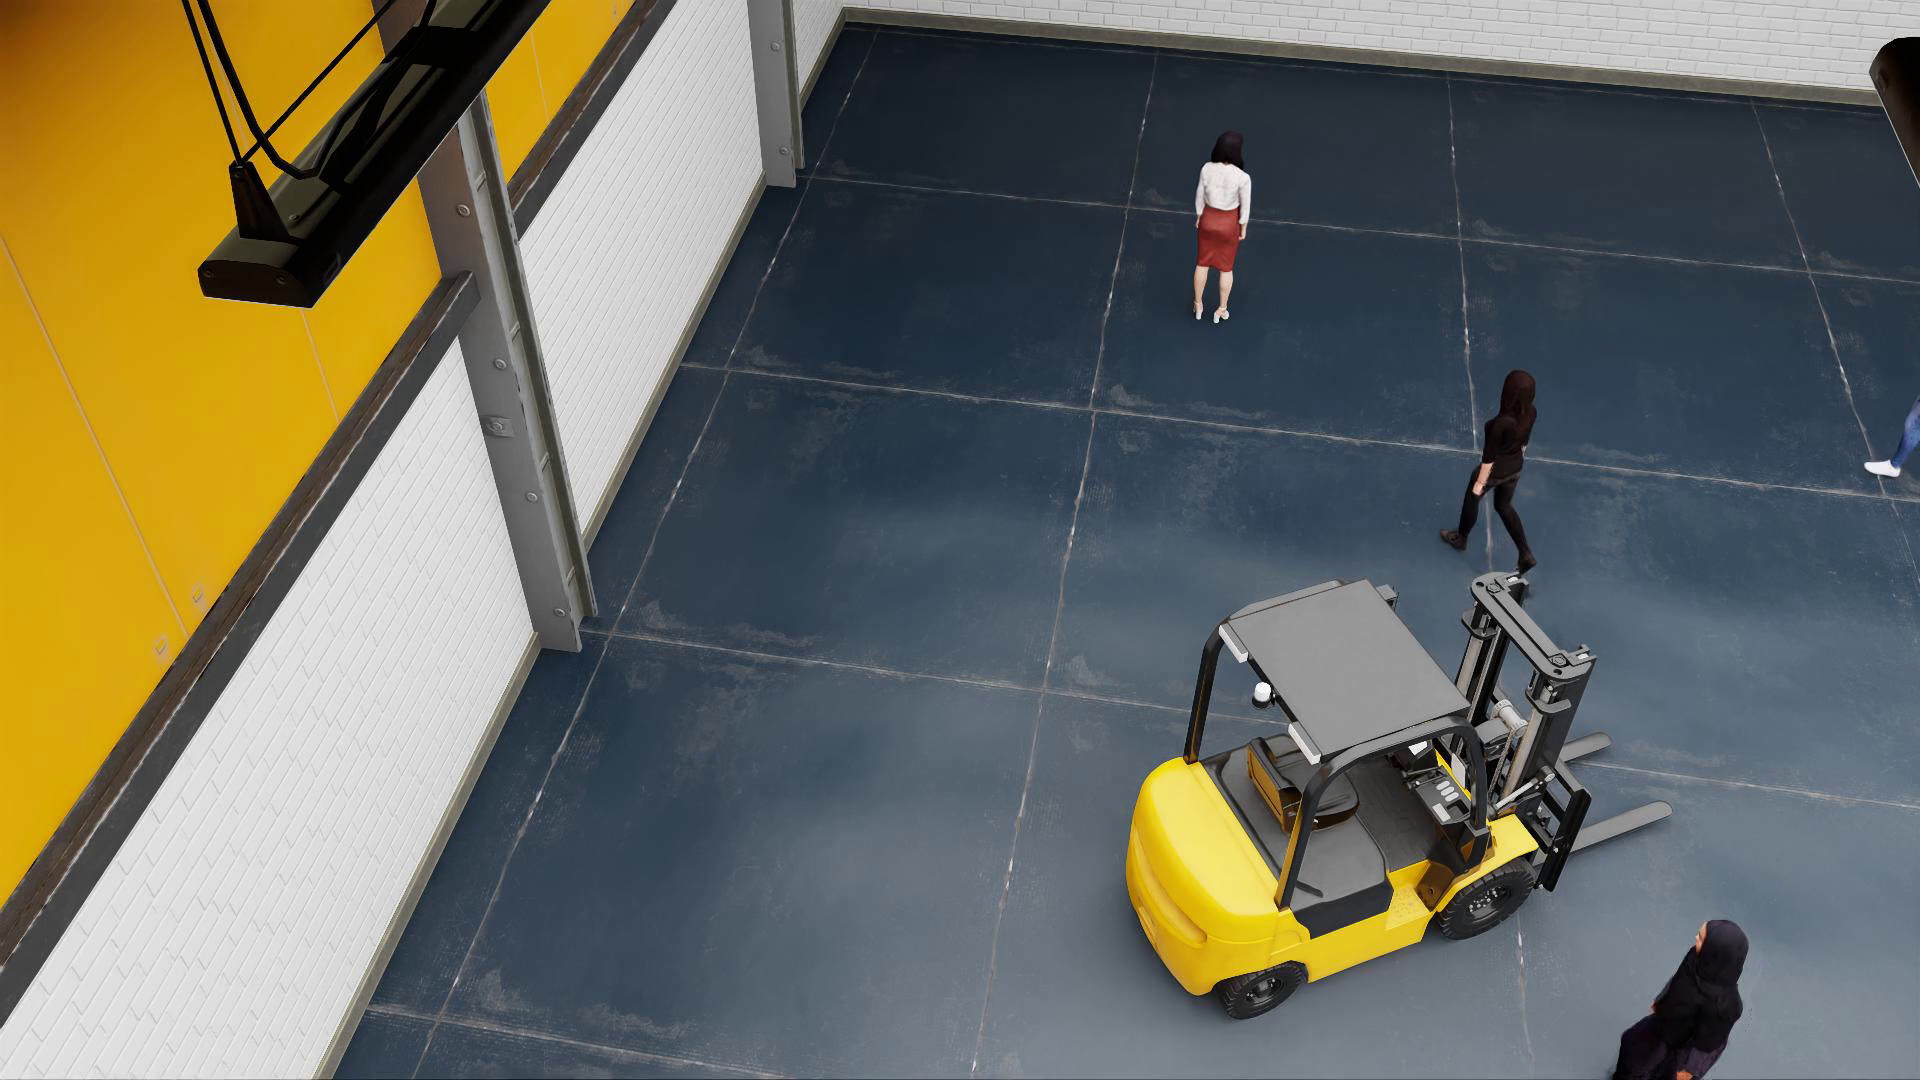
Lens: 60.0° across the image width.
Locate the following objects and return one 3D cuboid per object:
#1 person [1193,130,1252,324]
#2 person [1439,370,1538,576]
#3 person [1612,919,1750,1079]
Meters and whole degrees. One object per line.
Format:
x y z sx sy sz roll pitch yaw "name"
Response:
2.112 -2.534 13.518 0.642 1.751 0.589 17 46 17 "person"
3.753 -0.426 11.400 0.964 1.622 1.061 -22 48 -22 "person"
3.652 2.501 8.343 0.761 1.600 0.615 -6 44 -6 "person"
